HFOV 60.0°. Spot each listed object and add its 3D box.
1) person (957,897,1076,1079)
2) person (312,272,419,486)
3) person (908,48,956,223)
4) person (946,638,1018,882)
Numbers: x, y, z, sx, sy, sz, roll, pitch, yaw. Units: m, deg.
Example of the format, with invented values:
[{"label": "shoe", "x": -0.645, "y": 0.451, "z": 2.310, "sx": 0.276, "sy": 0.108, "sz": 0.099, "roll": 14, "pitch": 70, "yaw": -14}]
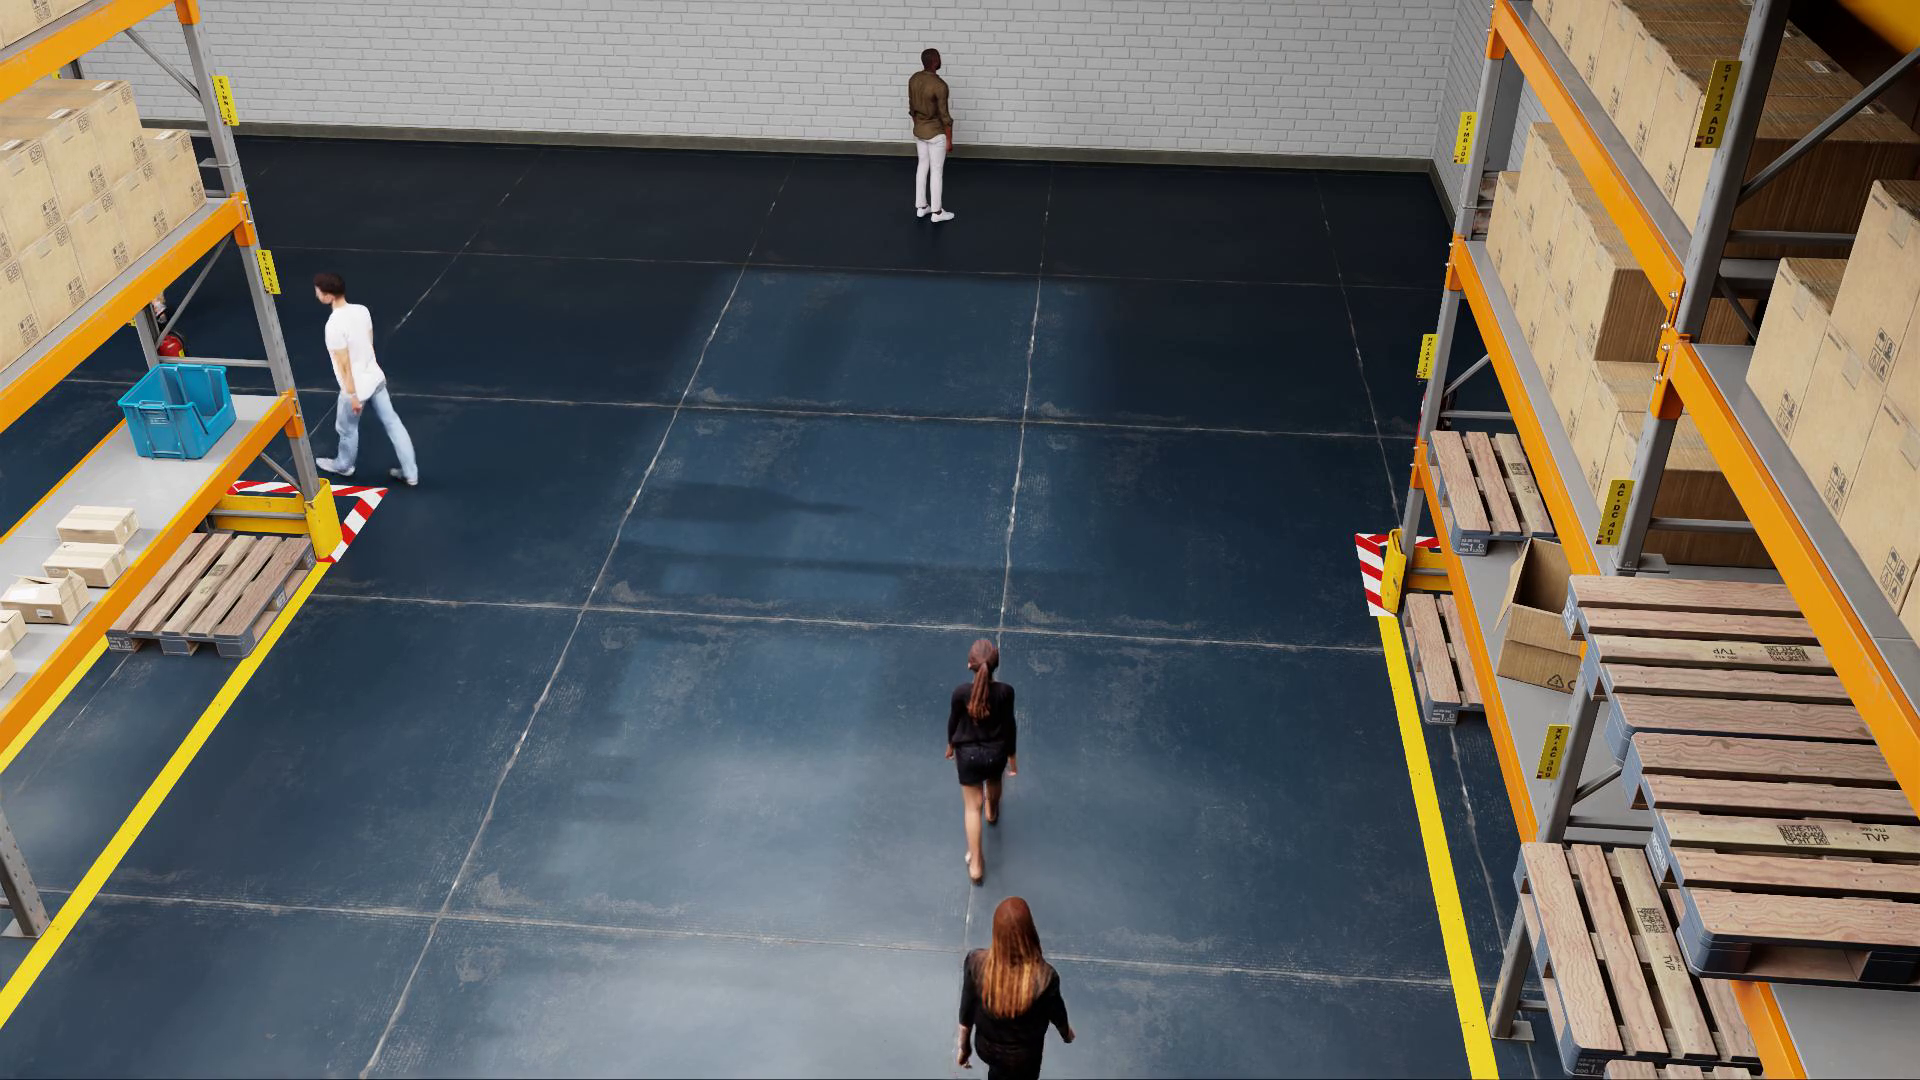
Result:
[{"label": "person", "x": 0.183, "y": 2.395, "z": 7.586, "sx": 0.830, "sy": 1.677, "sz": 1.094, "roll": 15, "pitch": 36, "yaw": 21}, {"label": "person", "x": -4.551, "y": -1.184, "z": 12.846, "sx": 0.970, "sy": 1.815, "sz": 1.115, "roll": 13, "pitch": 36, "yaw": 19}, {"label": "person", "x": -0.305, "y": -4.257, "z": 17.460, "sx": 0.831, "sy": 1.825, "sz": 0.800, "roll": -29, "pitch": 43, "yaw": -36}, {"label": "person", "x": 0.117, "y": 1.253, "z": 9.445, "sx": 0.631, "sy": 1.521, "sz": 0.991, "roll": -1, "pitch": 34, "yaw": -1}]
